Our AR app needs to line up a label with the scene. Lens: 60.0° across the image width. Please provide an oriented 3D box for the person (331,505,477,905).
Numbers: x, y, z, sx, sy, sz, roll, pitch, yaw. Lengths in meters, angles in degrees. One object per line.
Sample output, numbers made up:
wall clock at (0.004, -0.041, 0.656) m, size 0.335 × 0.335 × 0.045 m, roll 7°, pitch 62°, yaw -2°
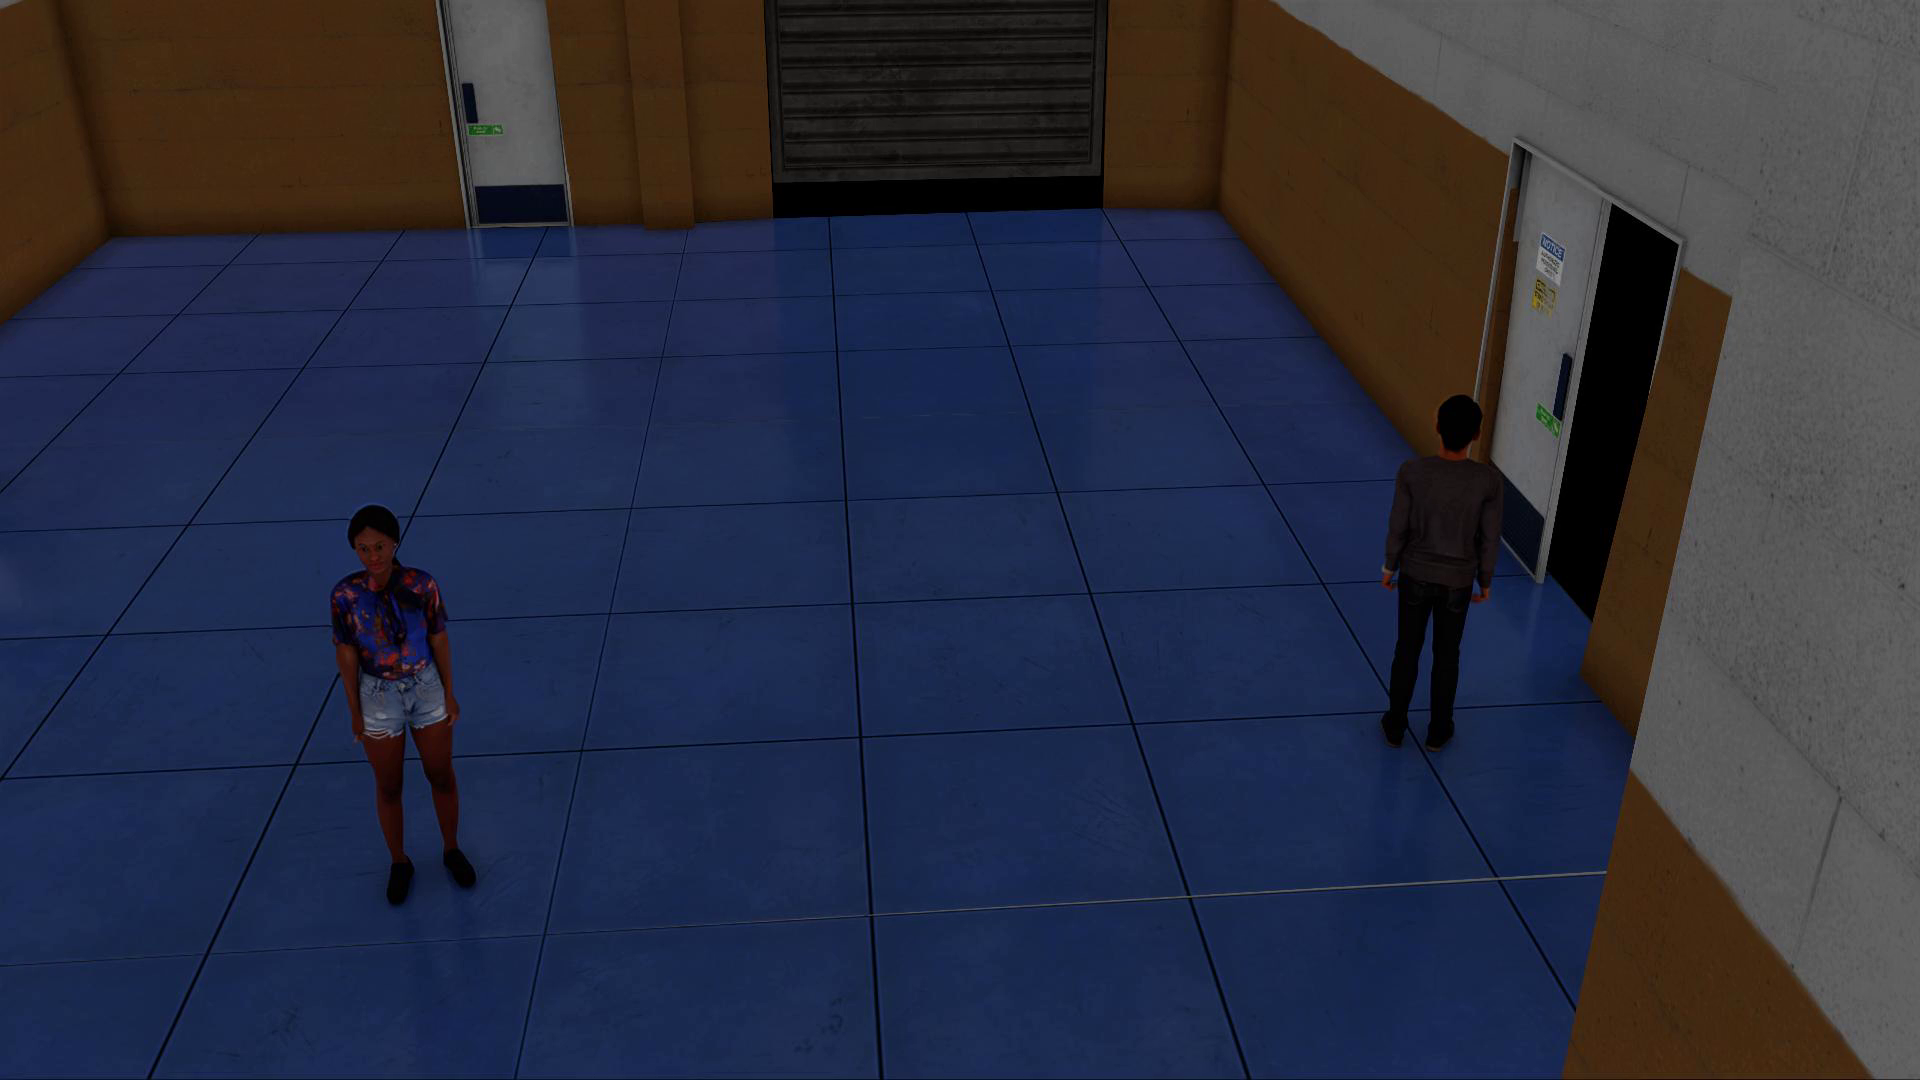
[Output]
person at (-2.238, 0.662, 6.695) m, size 0.558 × 1.741 × 0.712 m, roll -11°, pitch 29°, yaw -20°

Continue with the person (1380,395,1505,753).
person at (2.183, 0.169, 7.636) m, size 0.593 × 1.768 × 0.773 m, roll 19°, pitch 33°, yaw 33°
